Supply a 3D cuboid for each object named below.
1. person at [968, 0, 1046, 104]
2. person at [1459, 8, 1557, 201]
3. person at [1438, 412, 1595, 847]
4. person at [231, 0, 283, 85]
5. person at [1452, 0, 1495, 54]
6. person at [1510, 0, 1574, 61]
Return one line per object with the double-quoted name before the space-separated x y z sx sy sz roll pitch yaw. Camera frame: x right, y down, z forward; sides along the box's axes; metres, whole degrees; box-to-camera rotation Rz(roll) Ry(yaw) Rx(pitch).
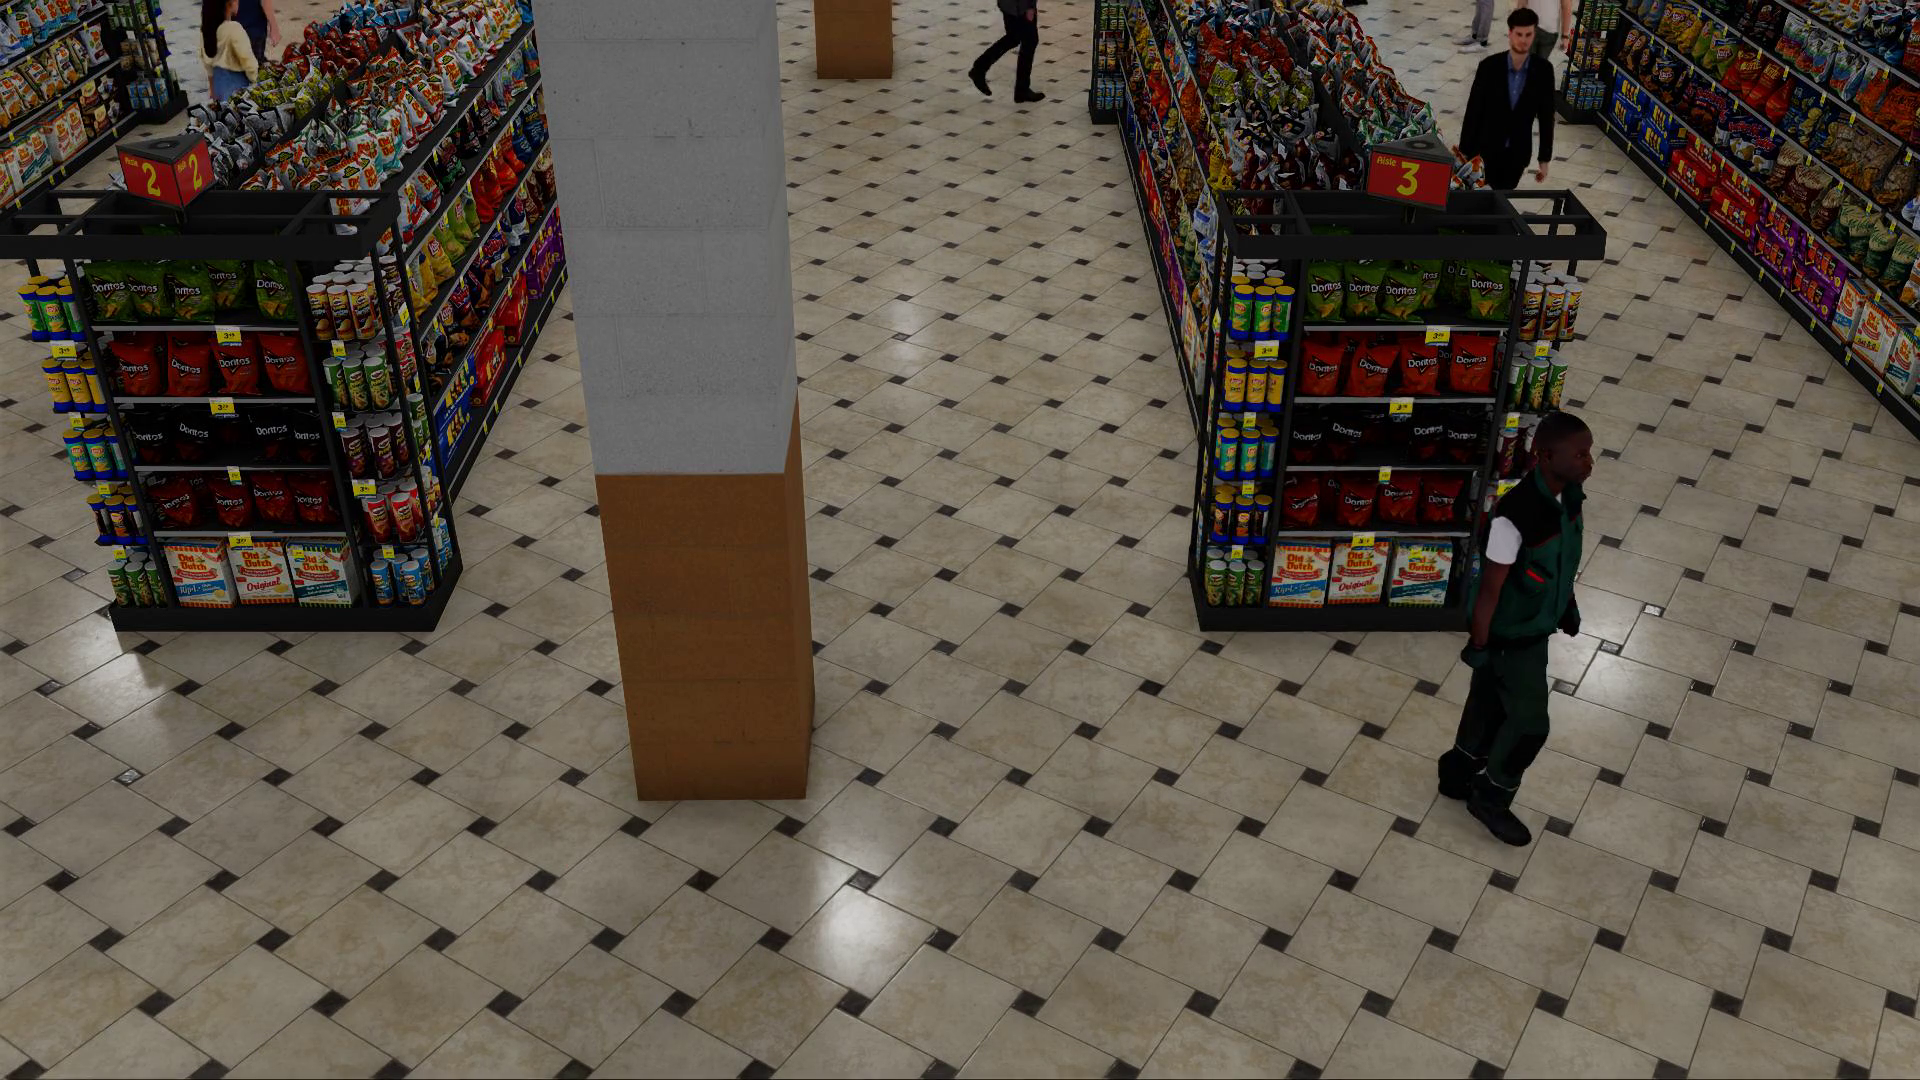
"person" 0.432 -4.671 14.424 1.017 1.802 1.024 -14 35 -22
"person" 3.579 -2.603 11.041 0.776 1.866 0.959 3 32 4
"person" 2.067 0.299 6.417 0.910 1.824 0.839 22 38 31
"person" -5.733 -4.116 13.520 0.933 1.816 1.252 10 33 16
"person" 5.071 -5.628 15.931 0.760 1.836 0.513 4 32 6
"person" 4.834 -4.260 13.929 0.655 1.628 1.043 3 32 4
